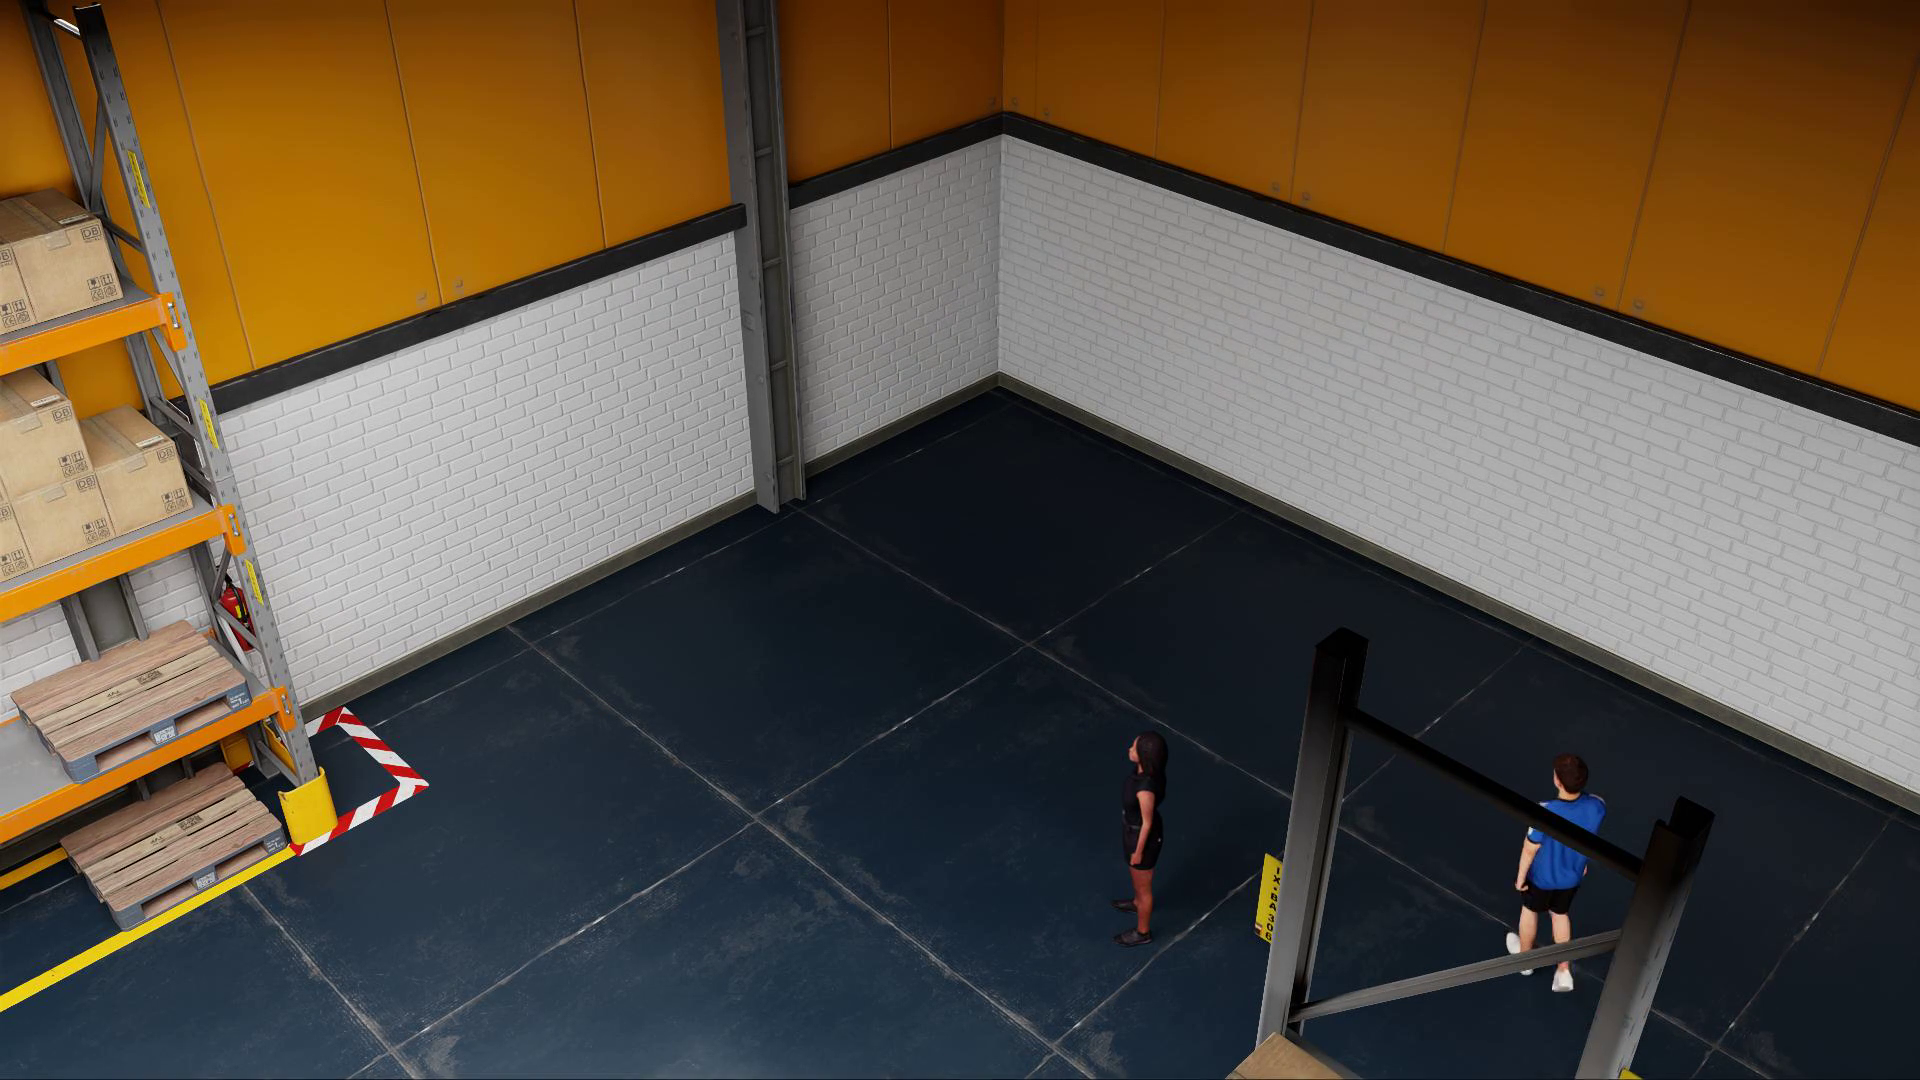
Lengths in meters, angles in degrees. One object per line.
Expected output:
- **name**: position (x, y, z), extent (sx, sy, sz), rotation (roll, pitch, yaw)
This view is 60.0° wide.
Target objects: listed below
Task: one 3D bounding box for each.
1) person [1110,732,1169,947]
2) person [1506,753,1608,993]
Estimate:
- **person**: position (1.203, 1.953, 10.977), extent (0.742, 1.740, 0.669), rotation (2, 34, 3)
- **person**: position (3.810, 2.164, 10.562), extent (1.020, 1.847, 1.043), rotation (-4, 34, -6)
